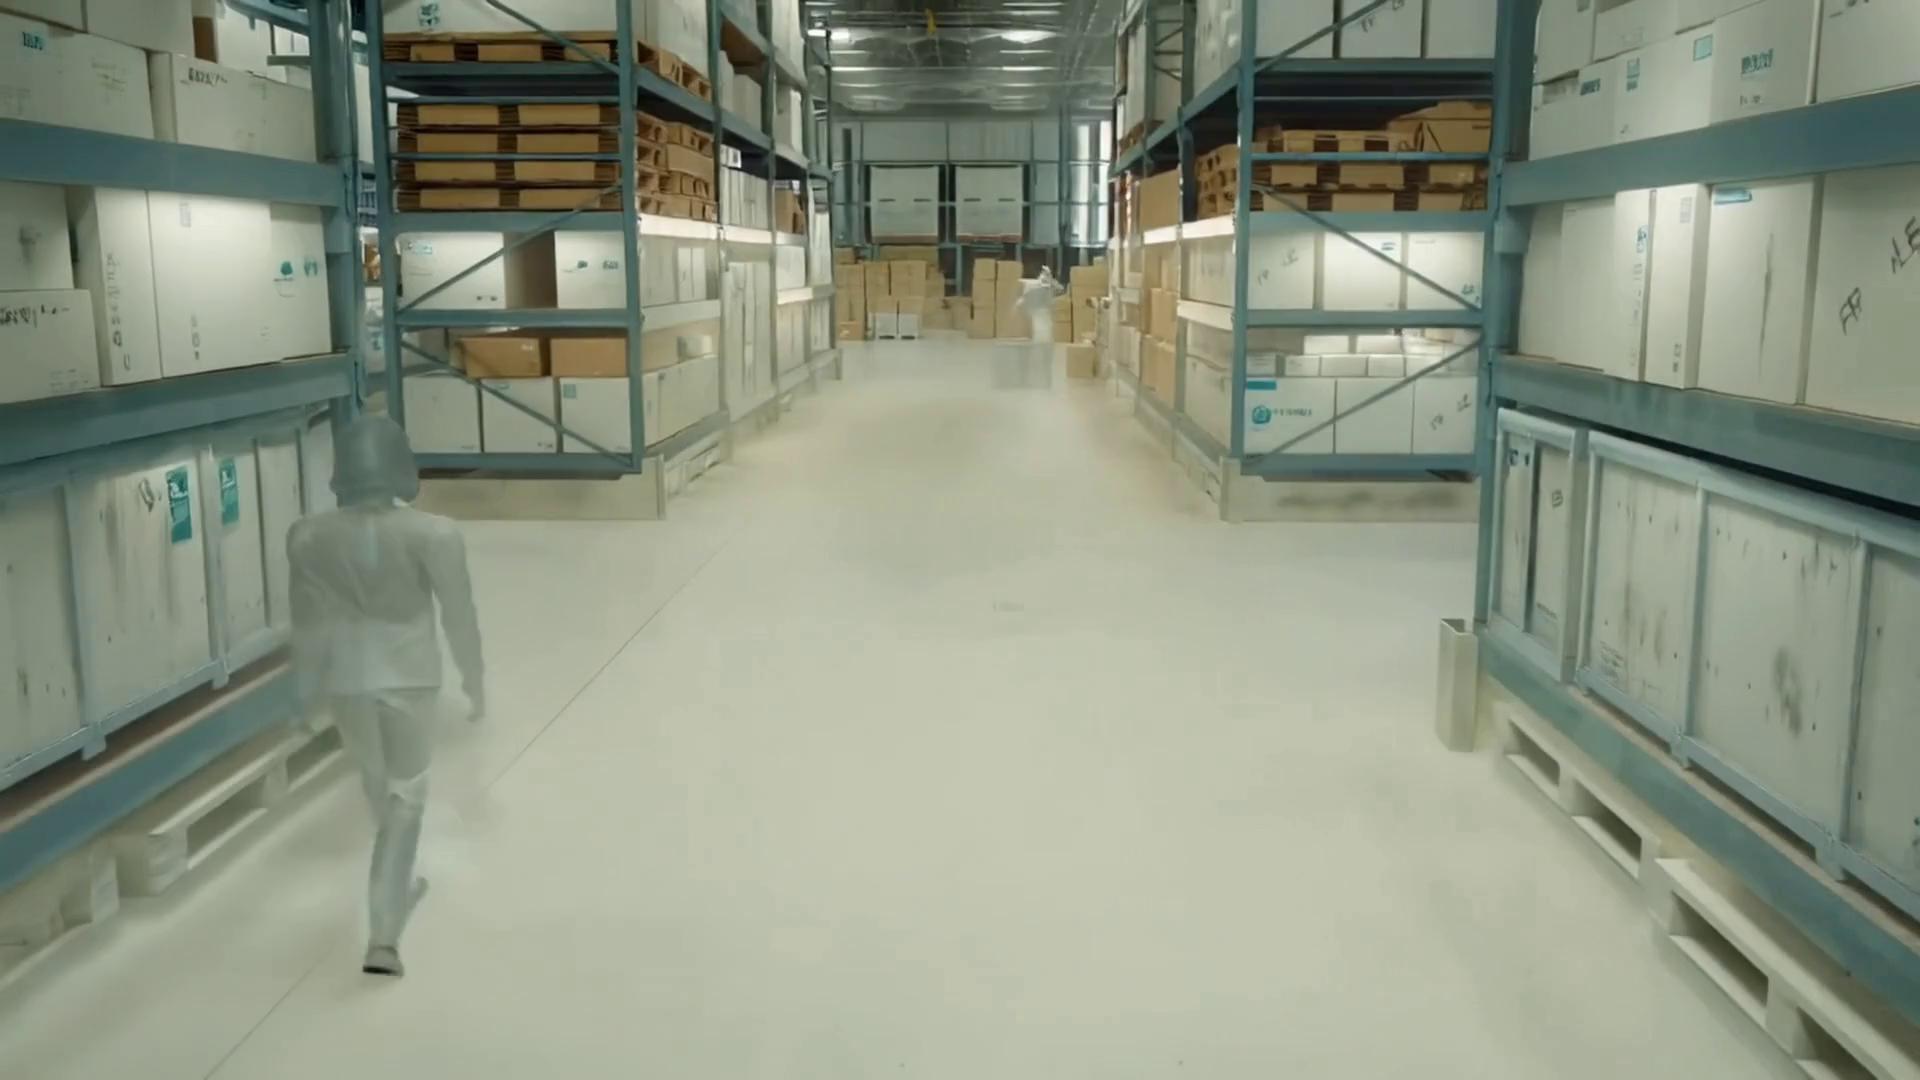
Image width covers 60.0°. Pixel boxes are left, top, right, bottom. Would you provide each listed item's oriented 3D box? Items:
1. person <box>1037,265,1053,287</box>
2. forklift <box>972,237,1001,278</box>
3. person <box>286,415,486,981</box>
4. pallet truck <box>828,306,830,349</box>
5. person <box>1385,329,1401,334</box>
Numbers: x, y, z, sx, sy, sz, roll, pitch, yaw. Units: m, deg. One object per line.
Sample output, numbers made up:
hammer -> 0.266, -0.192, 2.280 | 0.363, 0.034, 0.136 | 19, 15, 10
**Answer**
person -> 2.983, -8.610, 58.025 | 0.632, 1.921, 0.520 | -3, 10, -20
forklift -> 0.842, -8.322, 53.410 | 1.129, 2.768, 1.873 | 0, 9, 1
person -> -1.661, 0.433, 4.821 | 0.515, 1.591, 0.856 | -1, 10, -4
pallet truck -> -3.100, -3.940, 29.800 | 1.885, 1.965, 0.823 | 3, 10, 19
person -> 9.487, -5.002, 36.453 | 0.493, 1.907, 0.553 | 8, 12, 39
